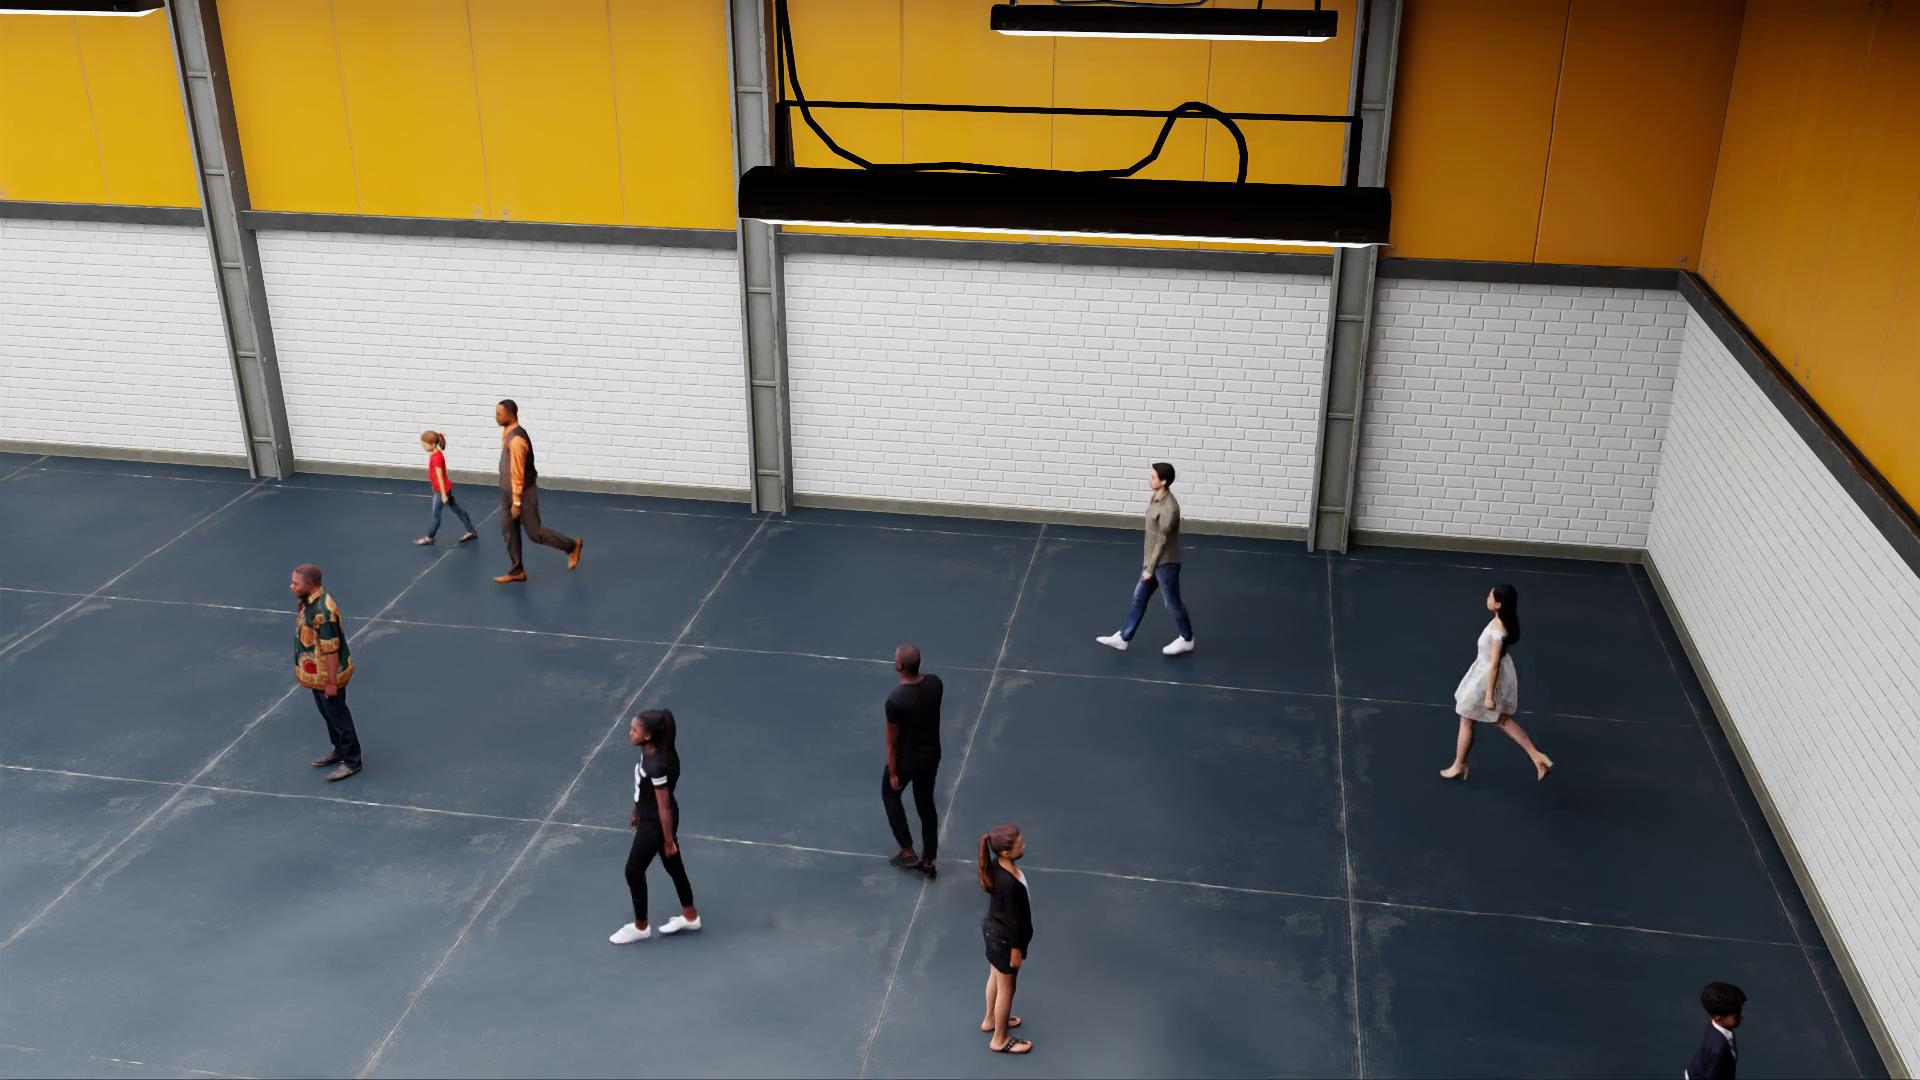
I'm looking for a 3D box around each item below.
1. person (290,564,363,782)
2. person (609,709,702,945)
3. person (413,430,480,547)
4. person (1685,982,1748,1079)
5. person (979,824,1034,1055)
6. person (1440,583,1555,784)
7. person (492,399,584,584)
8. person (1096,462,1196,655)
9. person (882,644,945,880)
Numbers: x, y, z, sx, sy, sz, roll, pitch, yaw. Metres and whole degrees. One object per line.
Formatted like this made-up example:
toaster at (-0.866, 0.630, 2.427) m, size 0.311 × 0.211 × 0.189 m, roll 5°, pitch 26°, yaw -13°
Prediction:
person at (-4.956, 1.011, 12.999) m, size 0.885 × 1.806 × 0.817 m, roll -17°, pitch 29°, yaw -34°
person at (-1.927, 1.900, 11.088) m, size 0.955 × 1.707 × 0.817 m, roll -5°, pitch 24°, yaw -12°
person at (-5.279, -0.528, 17.183) m, size 0.951 × 1.275 × 0.753 m, roll -6°, pitch 24°, yaw -14°
person at (4.154, 2.975, 9.228) m, size 0.552 × 1.227 × 0.548 m, roll 10°, pitch 26°, yaw 22°
person at (0.272, 2.399, 10.137) m, size 0.639 × 1.555 × 0.615 m, roll -5°, pitch 24°, yaw -12°
person at (4.156, 1.156, 12.736) m, size 1.157 × 1.751 × 0.894 m, roll 14°, pitch 27°, yaw 28°
person at (-4.199, -0.467, 16.277) m, size 1.258 × 1.888 × 1.108 m, roll -10°, pitch 26°, yaw -22°
person at (1.887, 0.215, 14.806) m, size 1.239 × 1.817 × 0.977 m, roll -4°, pitch 24°, yaw -10°
person at (-0.256, 1.593, 11.669) m, size 0.812 × 1.806 × 0.869 m, roll -17°, pitch 29°, yaw -33°
